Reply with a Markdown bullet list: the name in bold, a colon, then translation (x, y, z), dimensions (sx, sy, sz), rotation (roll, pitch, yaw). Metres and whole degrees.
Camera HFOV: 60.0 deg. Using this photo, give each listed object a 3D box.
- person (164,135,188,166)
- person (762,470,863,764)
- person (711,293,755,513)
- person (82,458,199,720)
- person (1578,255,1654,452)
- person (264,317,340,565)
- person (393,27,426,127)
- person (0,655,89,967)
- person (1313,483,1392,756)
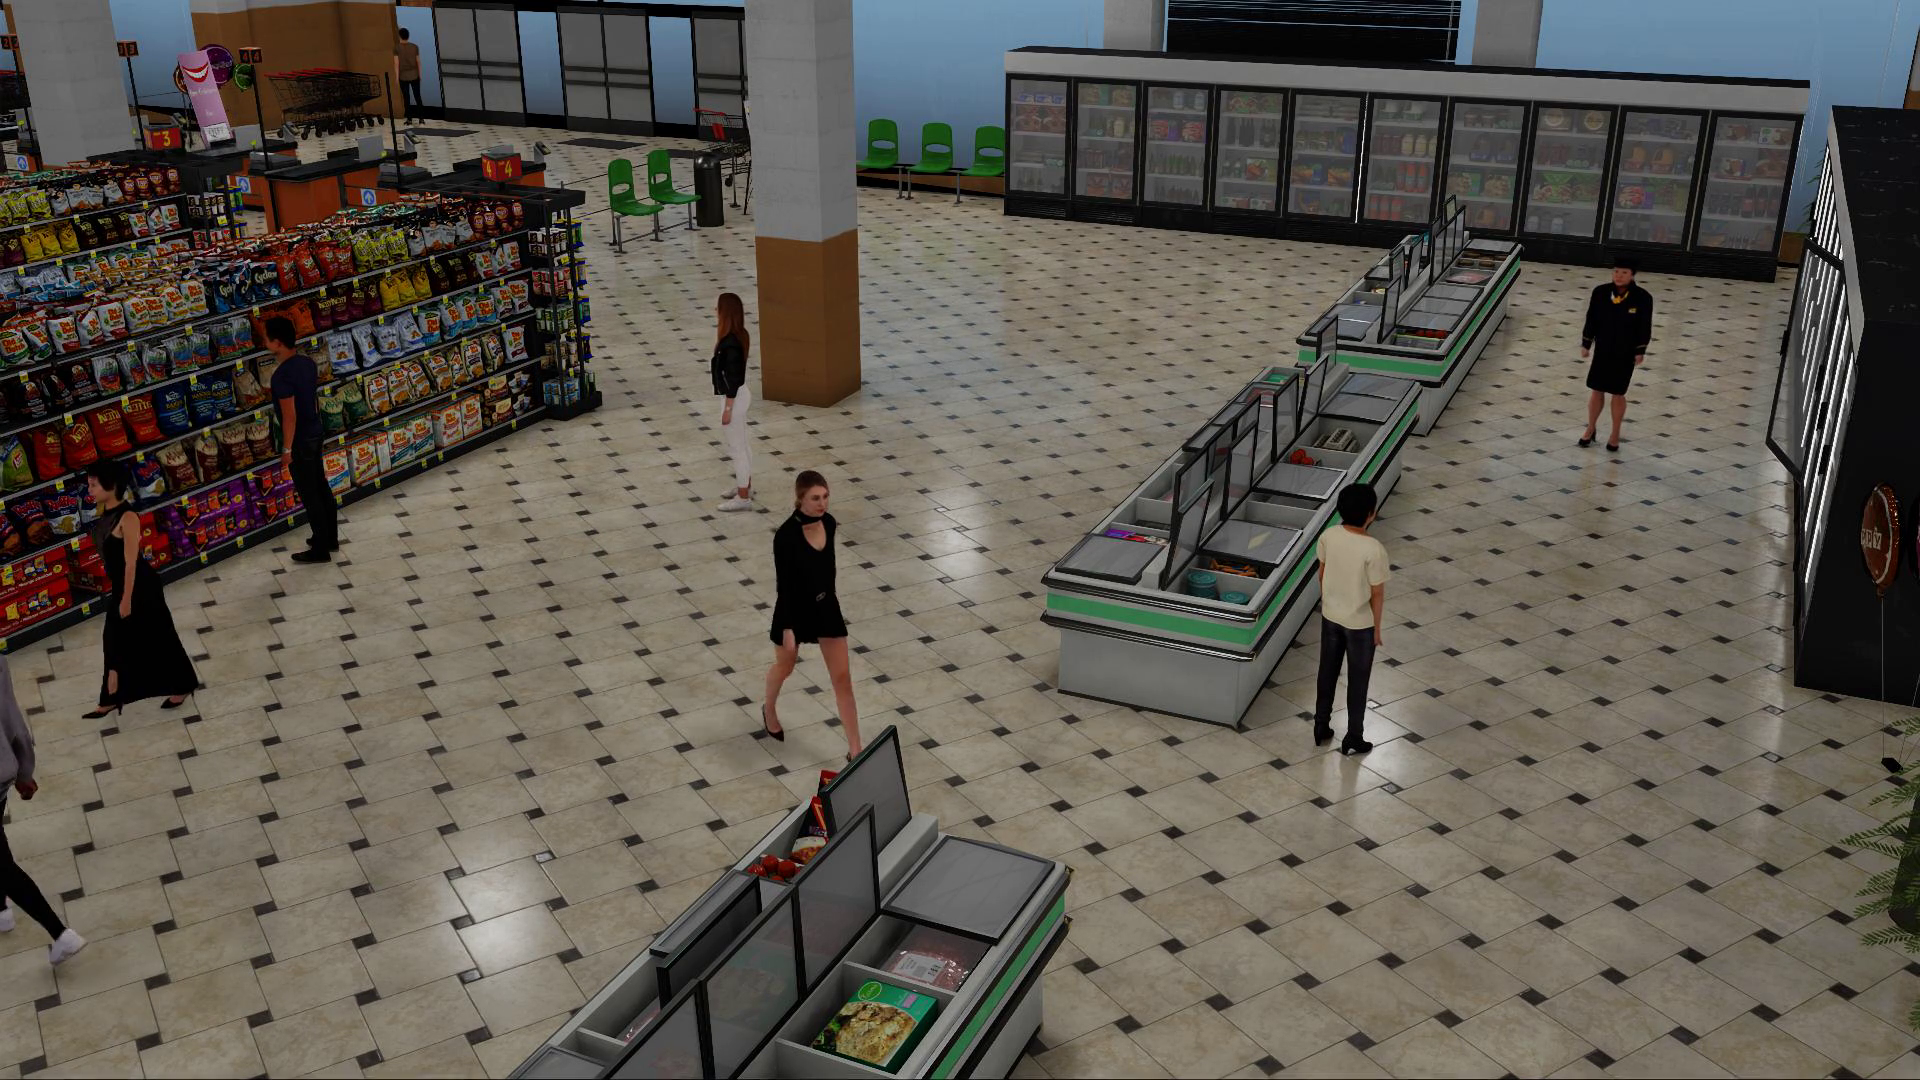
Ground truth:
- **person**: translation (-9.269, -4.003, 19.966), dimensions (0.948, 1.805, 1.033), rotation (1, 22, 2)
- **person**: translation (-0.871, 0.447, 9.021), dimensions (1.175, 1.709, 0.998), rotation (-17, 28, -37)
- **person**: translation (-1.734, -1.072, 12.806), dimensions (0.725, 1.704, 0.597), rotation (0, 22, 0)
- **person**: translation (-4.692, 0.271, 9.633), dimensions (0.750, 1.578, 0.939), rotation (18, 28, 38)
- **person**: translation (5.574, -1.594, 14.151), dimensions (0.760, 1.671, 0.709), rotation (16, 27, 35)
- **person**: translation (-4.659, -0.713, 11.802), dimensions (0.772, 1.787, 0.612), rotation (1, 22, 2)
- **person**: translation (-10.745, -9.037, 32.434), dimensions (0.701, 1.850, 0.811), rotation (-13, 25, -30)
- **person**: translation (-4.272, 1.105, 7.337), dimensions (0.693, 1.743, 1.065), rotation (9, 24, 21)
- **person**: translation (2.157, 0.439, 9.204), dimensions (0.601, 1.587, 0.650), rotation (-20, 30, -41)
